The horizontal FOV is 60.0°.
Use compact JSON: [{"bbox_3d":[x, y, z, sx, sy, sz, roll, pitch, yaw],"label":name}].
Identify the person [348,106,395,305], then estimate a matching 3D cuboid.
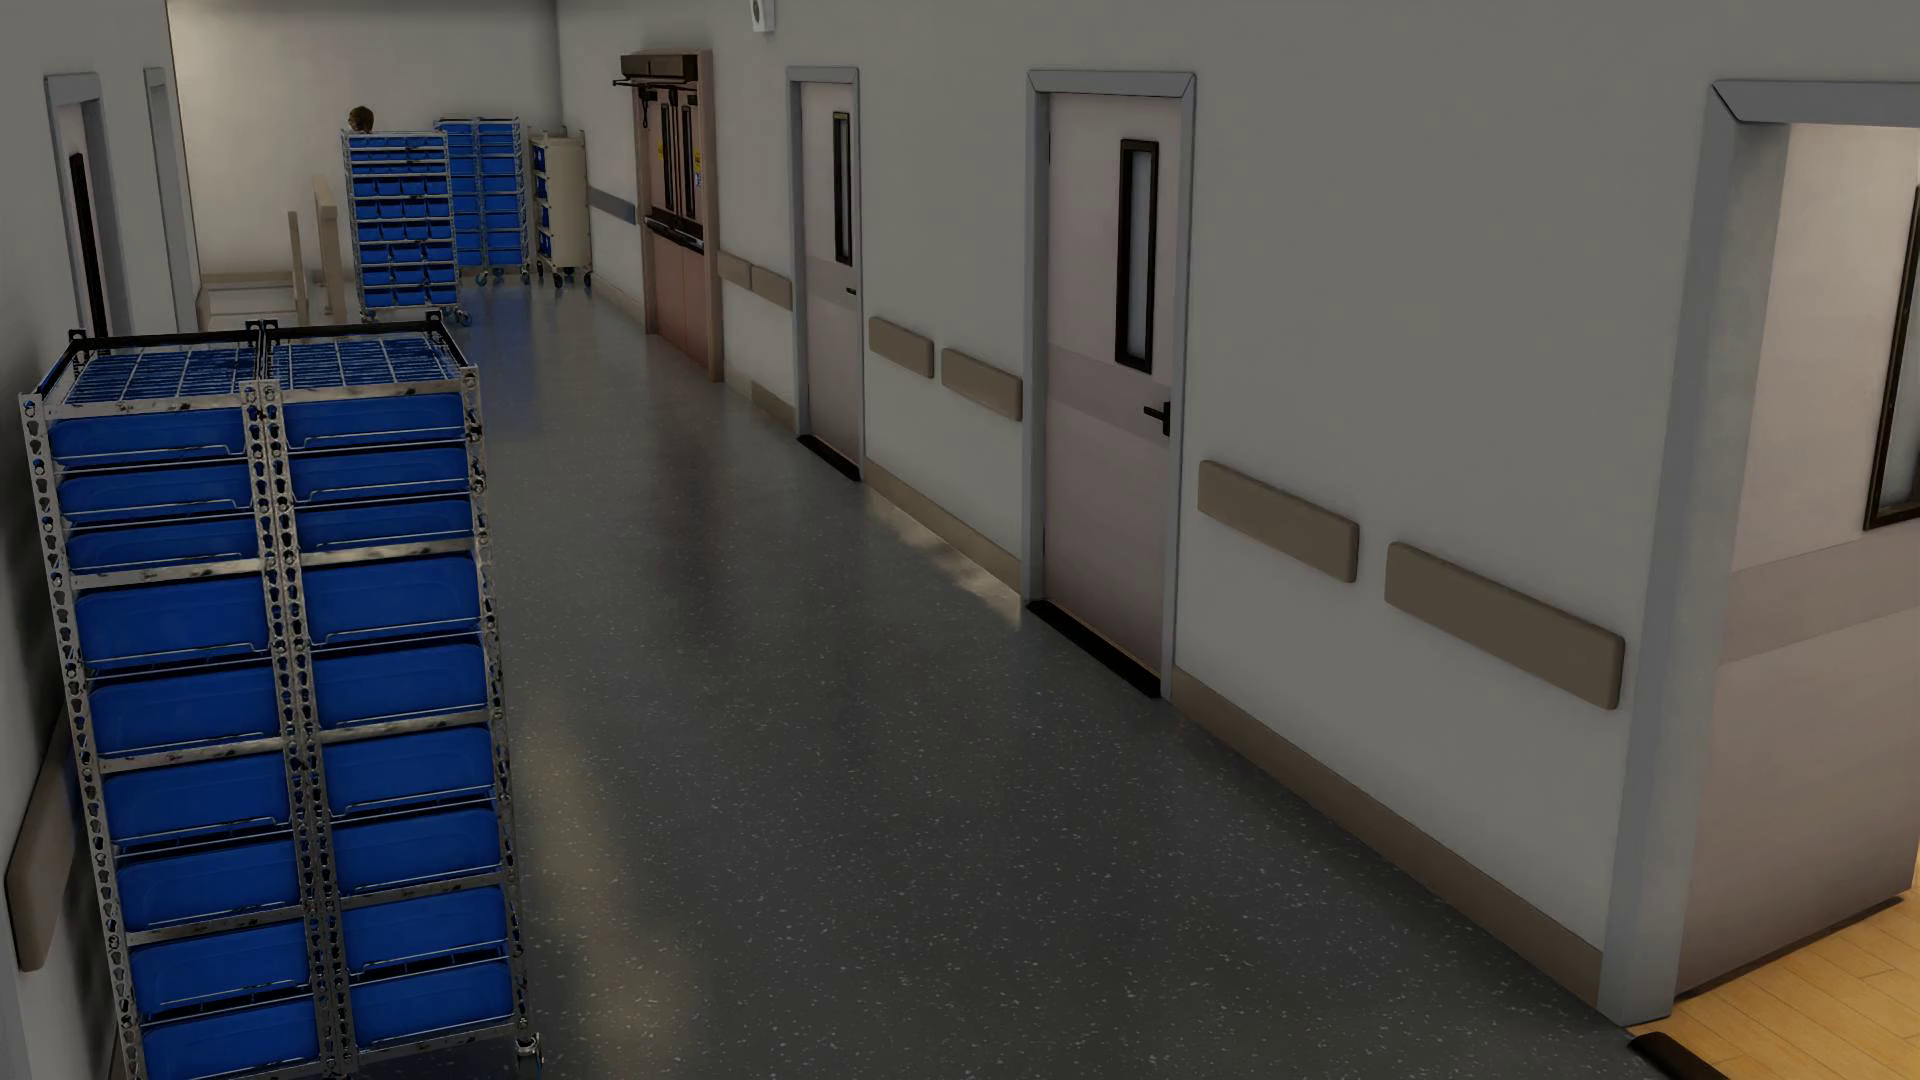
[{"bbox_3d":[-5.785,-3.275,16.369,0.371,1.941,0.627,-2,16,-7],"label":"person"}]
